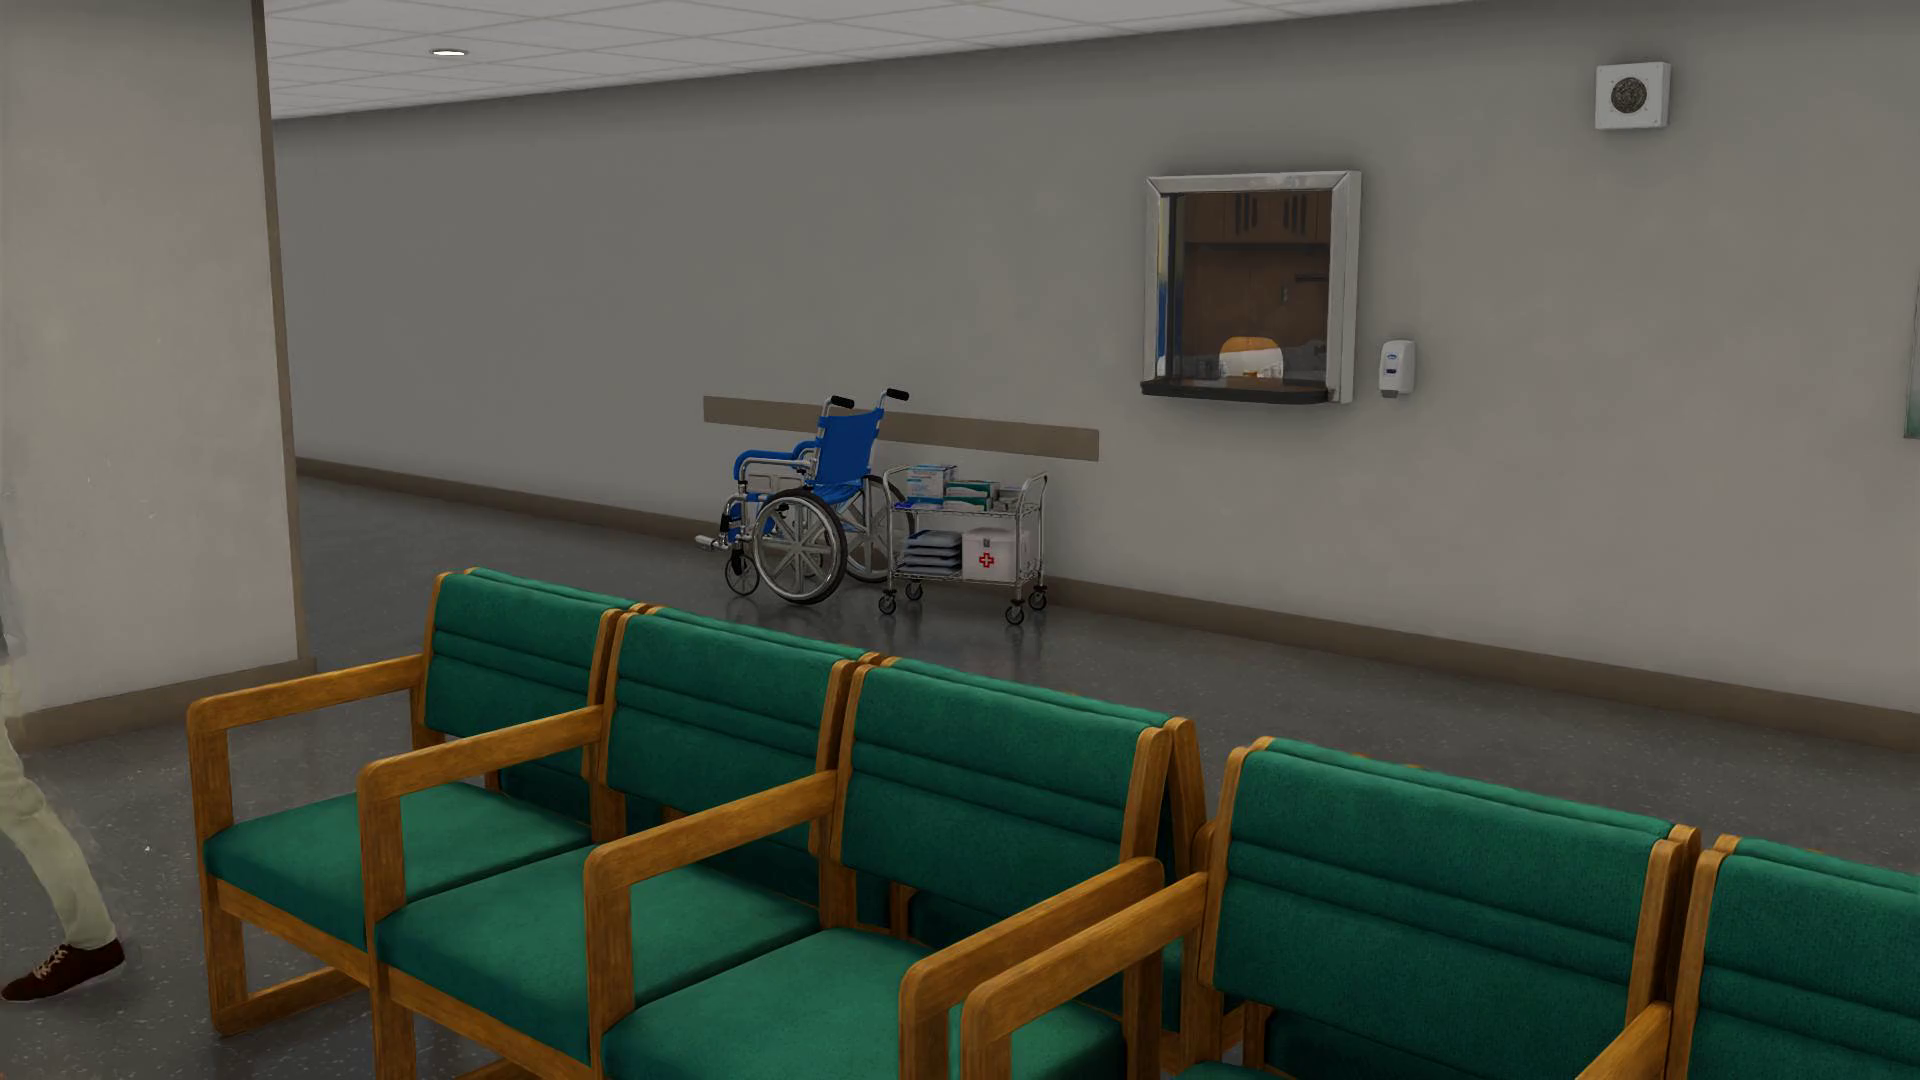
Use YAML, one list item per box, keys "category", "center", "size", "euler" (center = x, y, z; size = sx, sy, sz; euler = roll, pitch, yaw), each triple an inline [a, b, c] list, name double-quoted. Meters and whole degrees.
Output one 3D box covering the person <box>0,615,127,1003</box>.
- category: "person"
  center: [-2.633, 0.335, 4.104]
  size: [0.970, 1.818, 0.521]
  euler: [-9, 13, -41]
